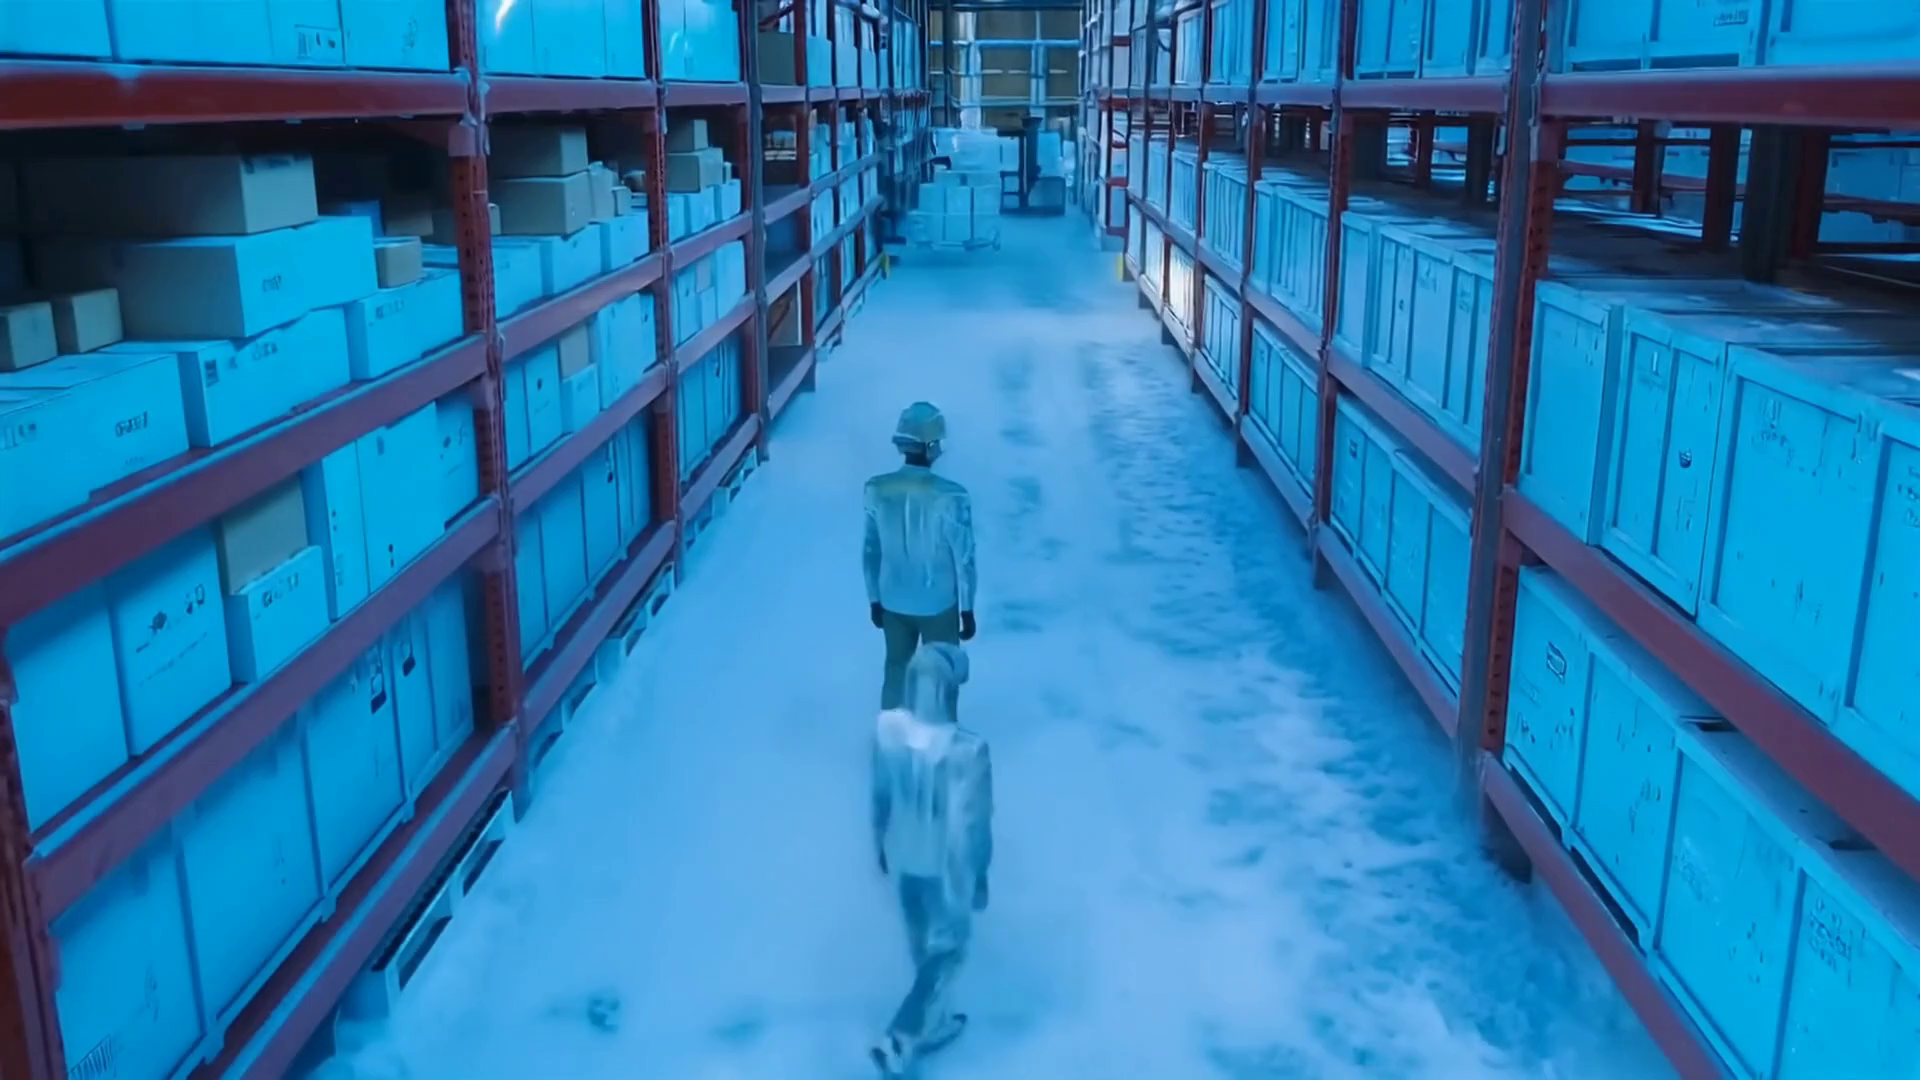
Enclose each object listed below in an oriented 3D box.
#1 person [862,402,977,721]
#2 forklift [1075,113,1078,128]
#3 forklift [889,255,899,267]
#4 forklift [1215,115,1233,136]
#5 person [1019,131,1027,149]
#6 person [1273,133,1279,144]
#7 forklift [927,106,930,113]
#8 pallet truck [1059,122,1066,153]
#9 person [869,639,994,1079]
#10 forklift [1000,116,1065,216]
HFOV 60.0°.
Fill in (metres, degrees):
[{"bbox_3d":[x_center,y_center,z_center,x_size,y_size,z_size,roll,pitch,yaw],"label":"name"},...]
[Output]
[{"bbox_3d":[-0.194,0.299,8.359,0.609,1.995,0.378,6,16,23],"label":"person"},{"bbox_3d":[5.700,-18.391,76.217,1.129,2.768,1.873,-1,15,-4],"label":"forklift"},{"bbox_3d":[-2.224,-7.018,33.904,1.873,2.768,1.129,0,15,0],"label":"forklift"},{"bbox_3d":[7.867,-11.690,51.284,1.129,2.768,1.873,0,15,1],"label":"forklift"},{"bbox_3d":[2.719,-16.335,70.426,0.637,1.909,0.916,15,21,43],"label":"person"},{"bbox_3d":[15.629,-19.475,82.049,0.628,1.935,0.373,-5,16,-18],"label":"person"},{"bbox_3d":[-2.001,-20.667,84.687,1.129,2.768,1.873,0,15,2],"label":"forklift"},{"bbox_3d":[5.788,-21.111,88.014,1.885,1.965,0.823,5,16,18],"label":"pallet truck"},{"bbox_3d":[-0.142,1.160,5.880,0.522,1.622,0.610,11,19,36],"label":"person"},{"bbox_3d":[2.085,-10.736,47.736,1.873,2.768,1.129,0,15,2],"label":"forklift"}]
